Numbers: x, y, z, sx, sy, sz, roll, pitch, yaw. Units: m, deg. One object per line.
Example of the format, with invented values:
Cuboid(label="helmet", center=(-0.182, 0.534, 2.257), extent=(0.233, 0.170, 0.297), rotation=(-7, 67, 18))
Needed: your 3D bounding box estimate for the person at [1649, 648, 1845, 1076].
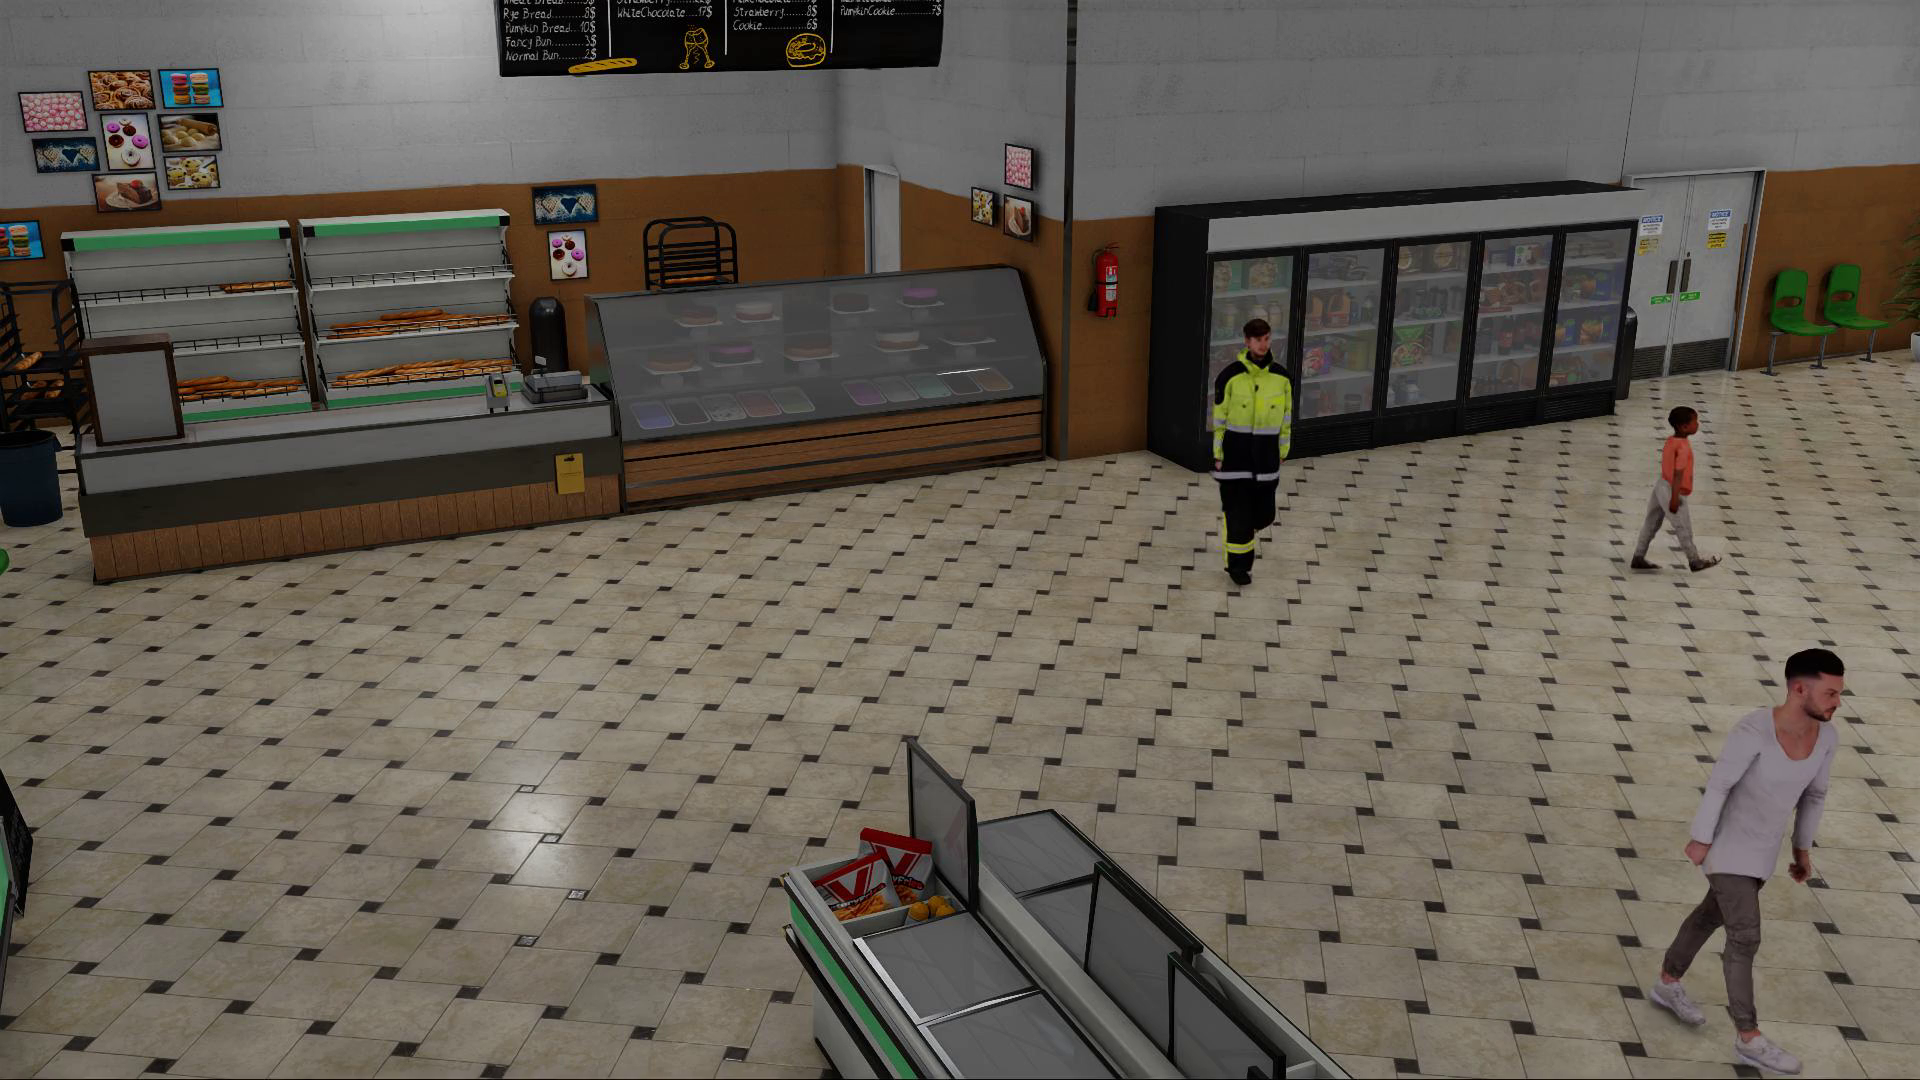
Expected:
Cuboid(label="person", center=(3.169, 1.286, 6.897), extent=(0.701, 1.703, 0.979), rotation=(-7, 20, -21))

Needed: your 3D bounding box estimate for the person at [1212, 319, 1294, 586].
Cuboid(label="person", center=(2.111, -0.682, 12.319), extent=(0.907, 1.966, 1.049), rotation=(-3, 19, -10))

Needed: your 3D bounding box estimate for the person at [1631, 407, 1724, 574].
Cuboid(label="person", center=(5.241, -0.350, 12.407), extent=(0.818, 1.282, 0.867), rotation=(1, 19, 3))
